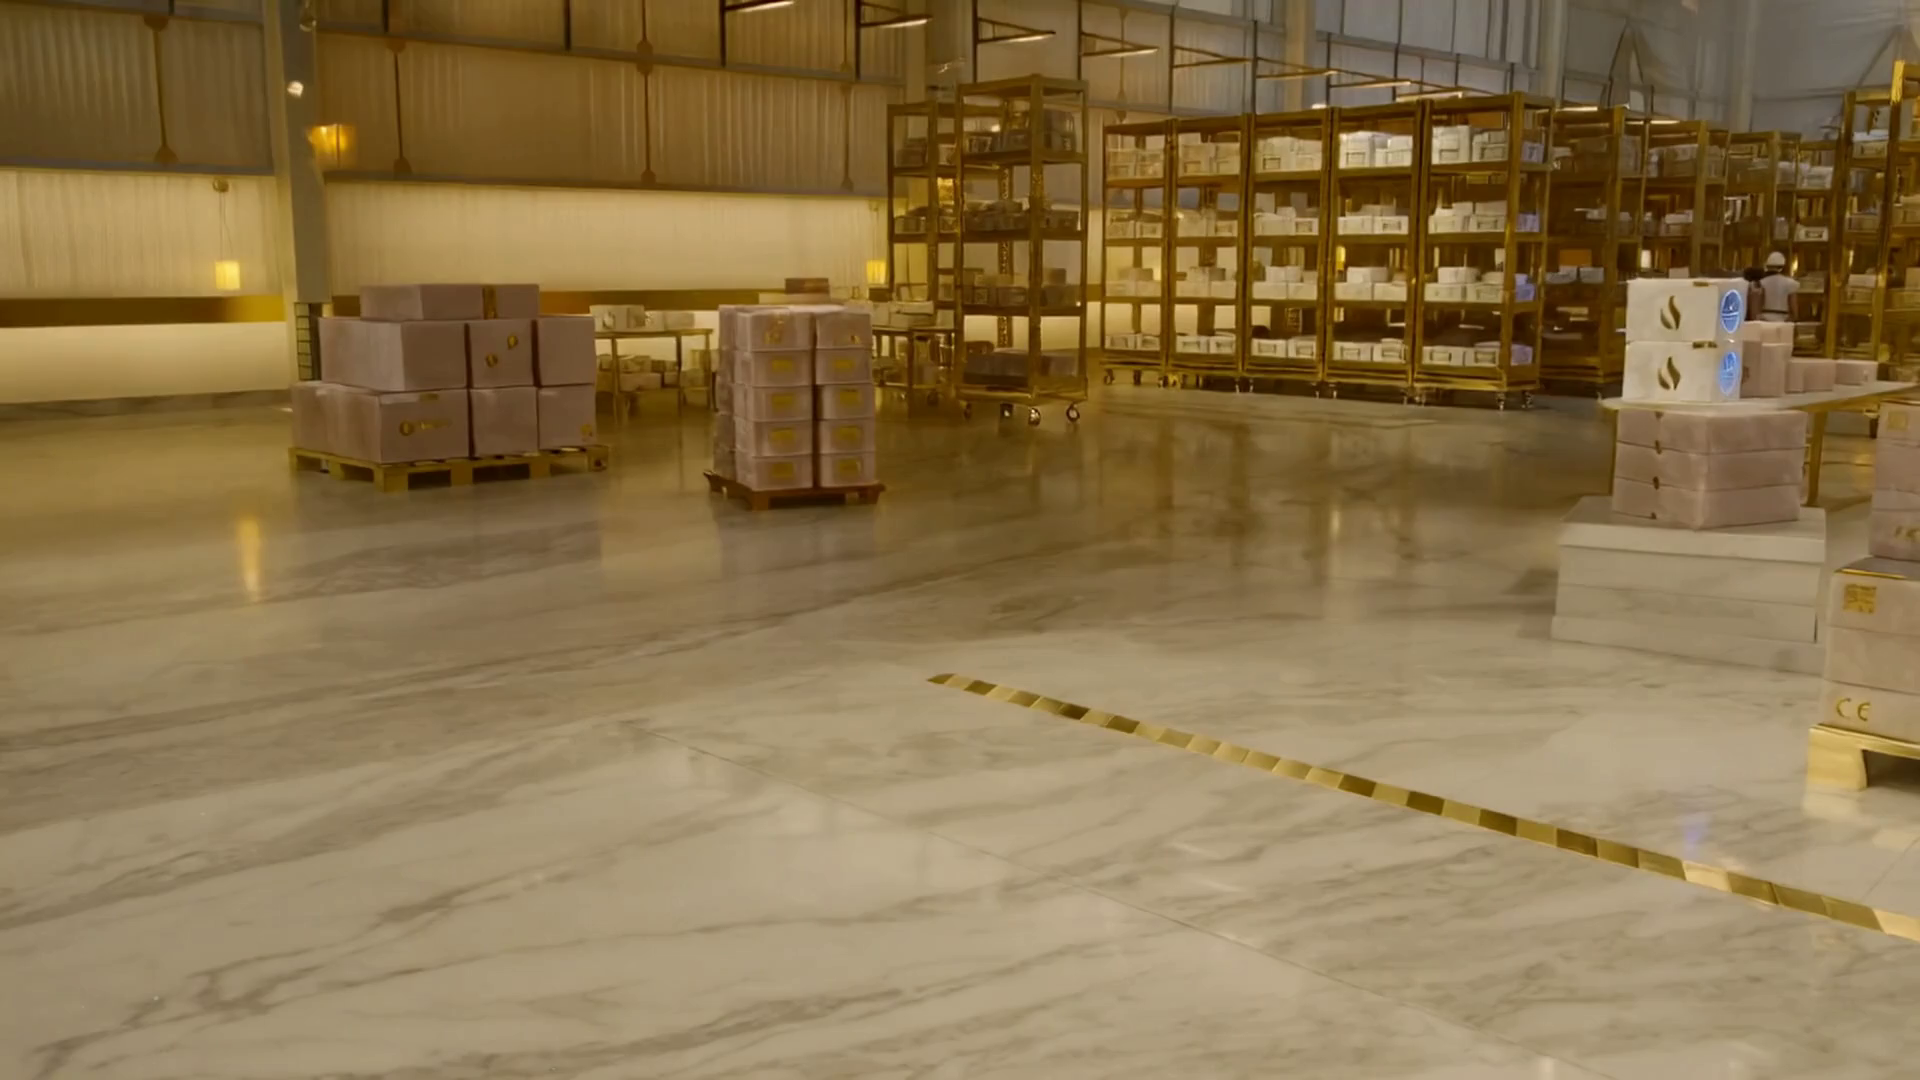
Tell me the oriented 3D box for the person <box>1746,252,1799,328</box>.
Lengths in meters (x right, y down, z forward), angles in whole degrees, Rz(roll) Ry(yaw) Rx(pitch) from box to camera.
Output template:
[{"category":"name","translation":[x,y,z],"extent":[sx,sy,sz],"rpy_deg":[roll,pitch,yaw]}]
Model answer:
[{"category":"person","translation":[9.933,-2.604,20.413],"extent":[0.601,1.831,0.404],"rpy_deg":[1,10,8]}]
